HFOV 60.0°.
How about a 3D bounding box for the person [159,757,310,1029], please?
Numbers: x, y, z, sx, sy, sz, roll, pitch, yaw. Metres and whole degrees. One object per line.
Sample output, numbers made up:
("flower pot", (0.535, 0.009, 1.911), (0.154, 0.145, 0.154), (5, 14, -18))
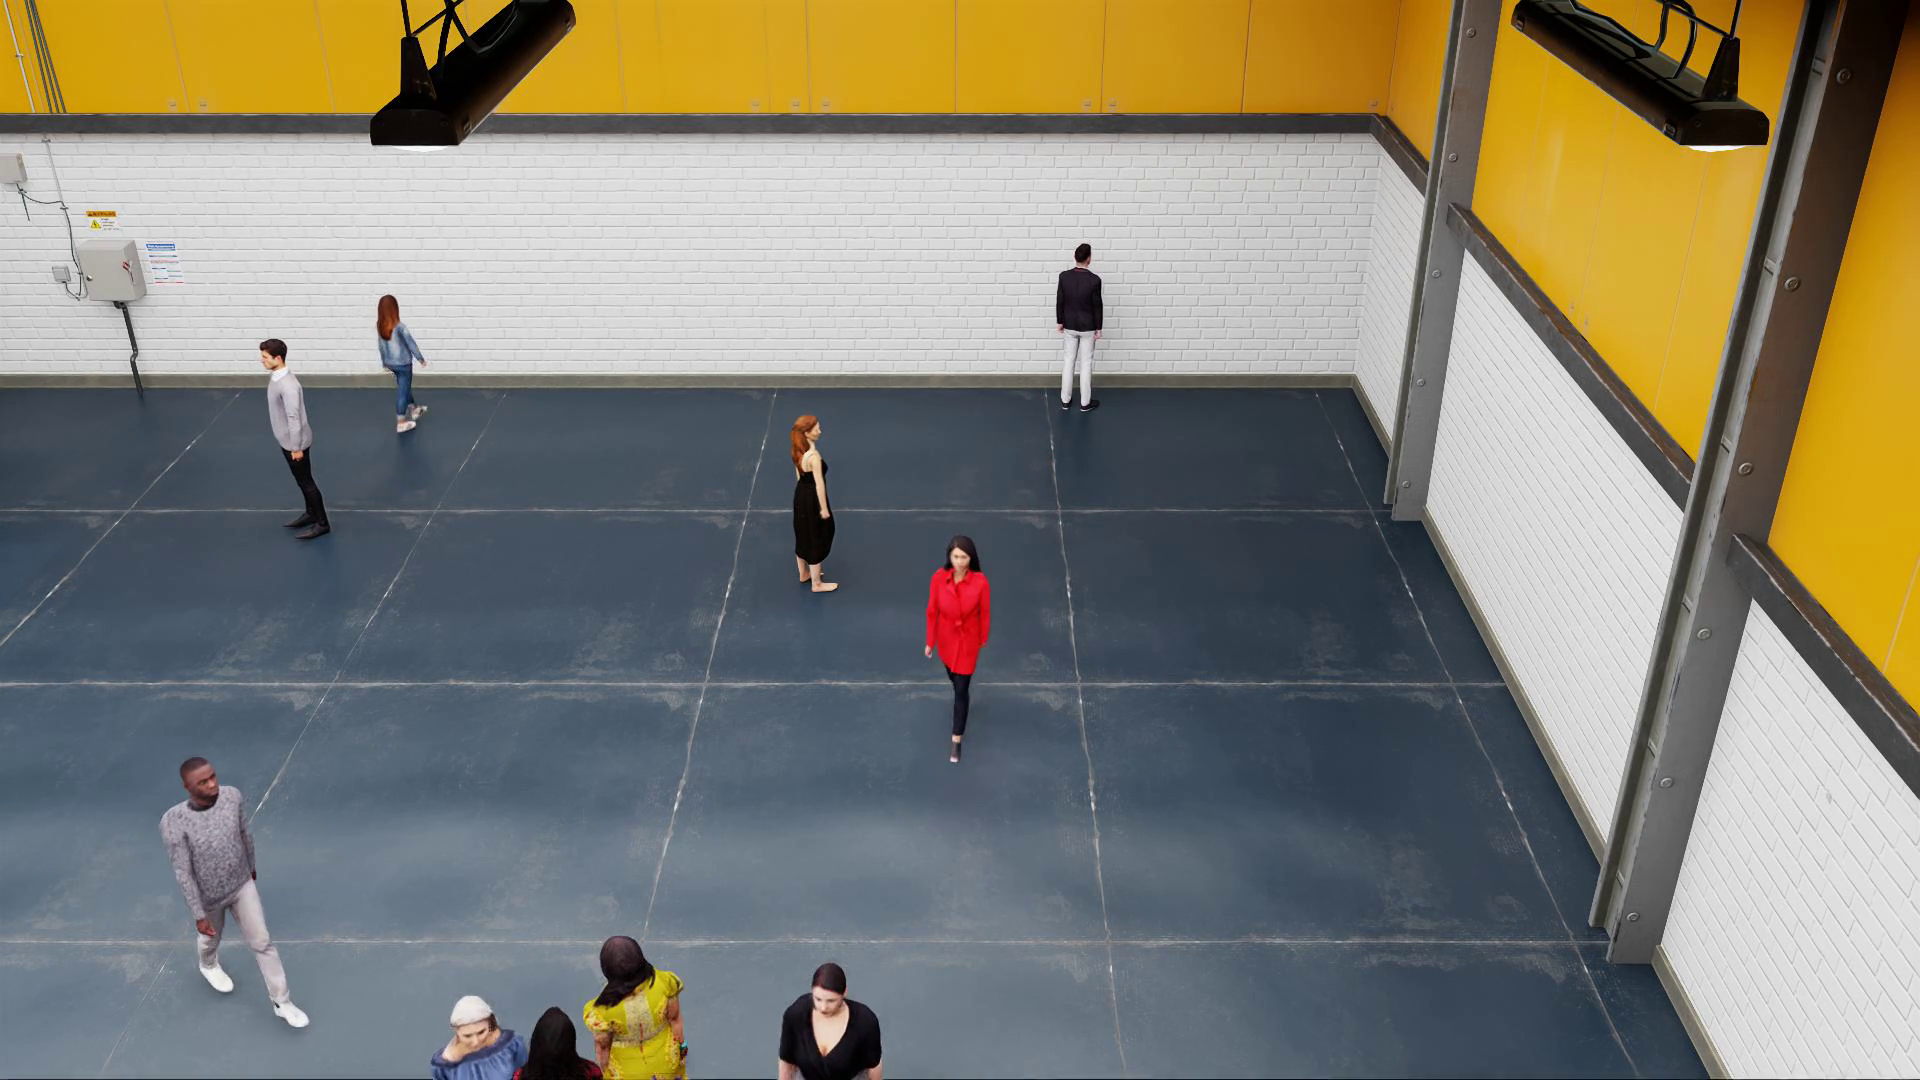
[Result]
("person", (-4.425, 2.045, 9.834), (1.210, 1.802, 1.202), (22, 35, 34))

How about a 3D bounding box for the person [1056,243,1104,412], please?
("person", (1.267, -2.269, 17.700), (0.739, 1.843, 0.703), (12, 31, 21))

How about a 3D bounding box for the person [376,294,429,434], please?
("person", (-5.859, -1.804, 17.245), (0.769, 1.463, 0.873), (15, 32, 26))

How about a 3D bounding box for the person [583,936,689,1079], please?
("person", (-1.635, 2.785, 8.657), (1.129, 1.631, 1.286), (-16, 32, -26))

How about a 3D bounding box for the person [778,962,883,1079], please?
("person", (-0.632, 2.775, 8.559), (0.744, 1.742, 0.741), (8, 30, 14))

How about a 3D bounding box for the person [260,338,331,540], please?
("person", (-6.081, -0.950, 15.203), (0.888, 1.920, 0.772), (-16, 33, -27))

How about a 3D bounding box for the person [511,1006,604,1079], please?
("person", (-1.949, 3.020, 8.218), (0.751, 1.638, 0.986), (-9, 30, -15))

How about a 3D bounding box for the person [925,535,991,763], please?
("person", (-0.015, 0.720, 12.366), (0.772, 1.704, 1.145), (6, 29, 11))

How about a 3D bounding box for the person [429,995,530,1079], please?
("person", (-2.384, 2.893, 8.422), (0.888, 1.666, 1.094), (-13, 31, -22))

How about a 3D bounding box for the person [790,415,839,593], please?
("person", (-1.302, -0.326, 14.365), (0.730, 1.626, 0.643), (-15, 32, -26))
